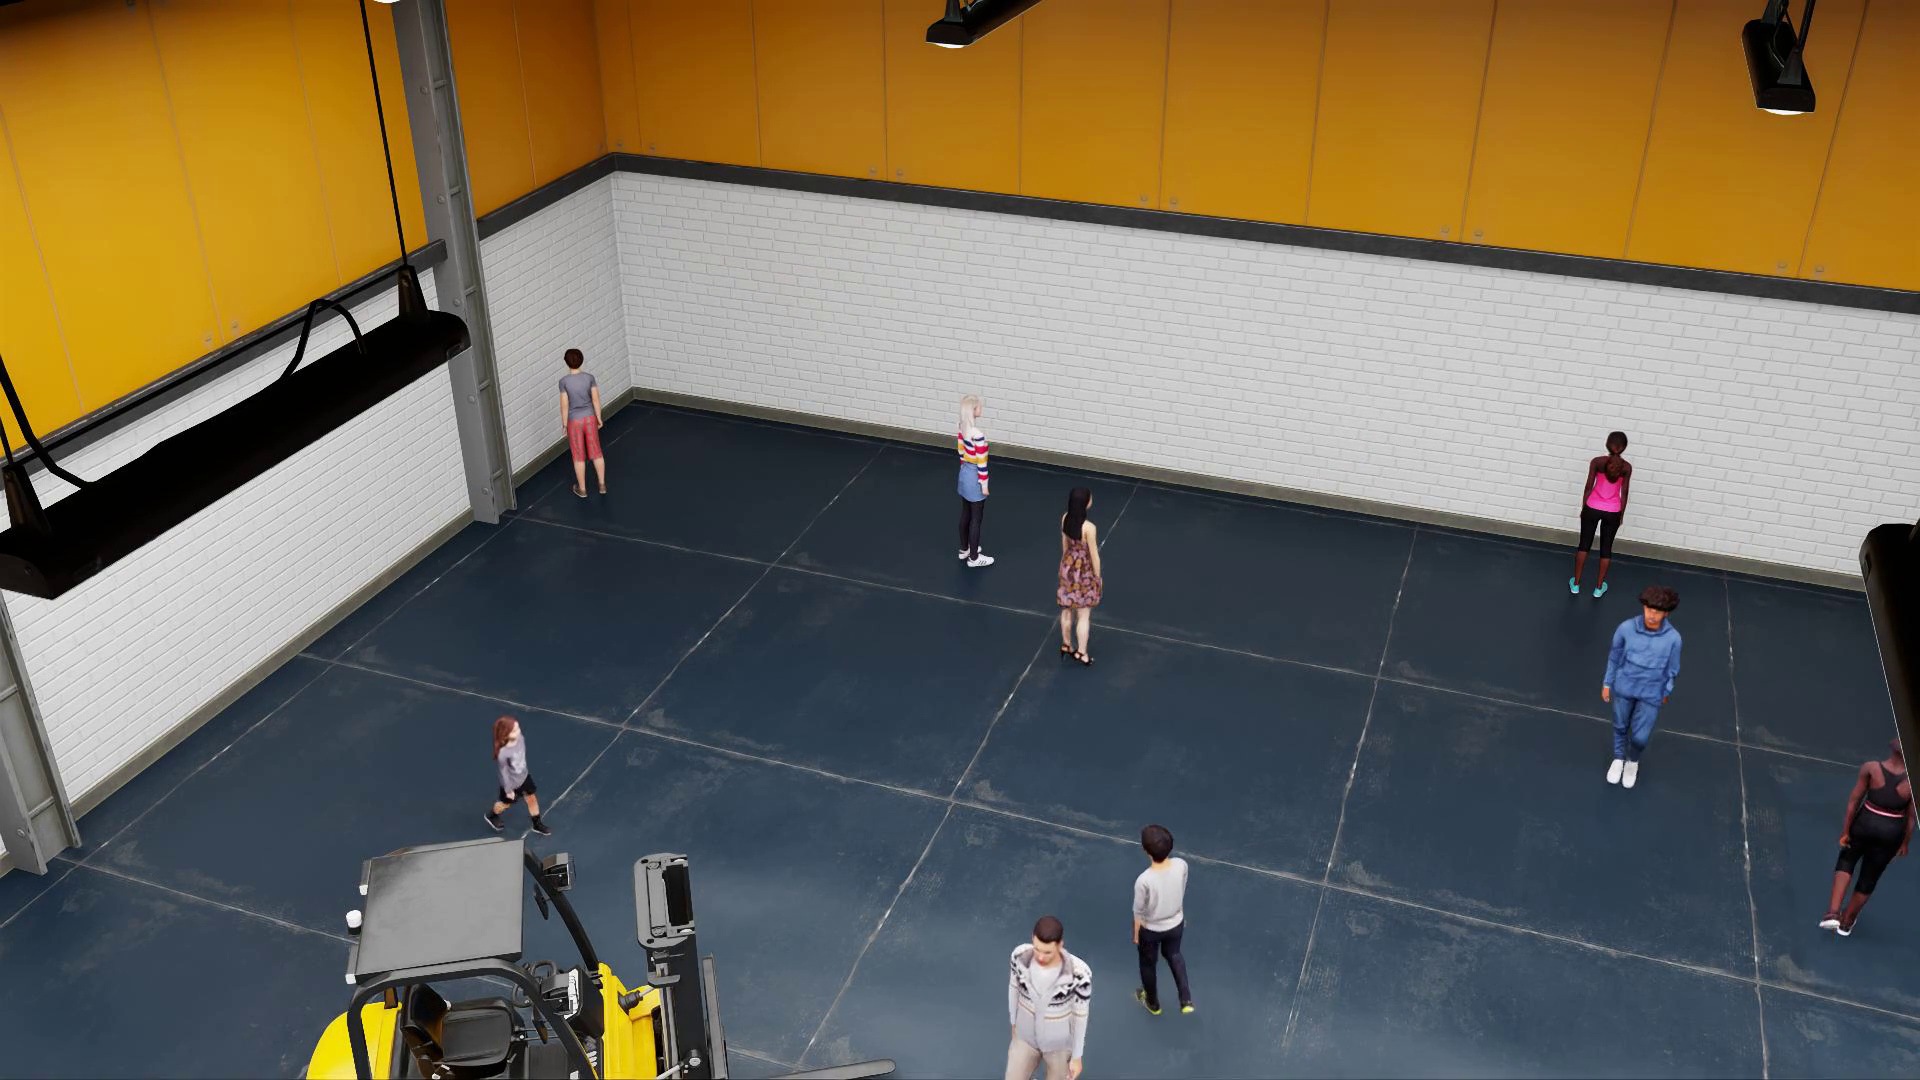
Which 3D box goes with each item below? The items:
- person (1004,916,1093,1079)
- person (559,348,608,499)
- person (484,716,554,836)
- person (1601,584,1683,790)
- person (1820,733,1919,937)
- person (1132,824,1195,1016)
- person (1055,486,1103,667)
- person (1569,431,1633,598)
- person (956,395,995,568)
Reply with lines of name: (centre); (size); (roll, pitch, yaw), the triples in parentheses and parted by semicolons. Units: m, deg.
person: (0.552, 2.904, 9.941); (0.665, 1.846, 0.589); (11, 30, 19)
person: (-4.043, -1.256, 17.772); (0.663, 1.649, 0.718); (-12, 31, -21)
person: (-3.467, 1.807, 12.751); (0.534, 1.081, 0.703); (10, 30, 18)
person: (5.420, 1.129, 13.246); (0.734, 1.797, 0.684); (17, 33, 28)
person: (6.336, 2.088, 11.542); (0.709, 1.745, 0.847); (19, 34, 30)
person: (1.345, 2.563, 10.890); (0.795, 1.536, 0.853); (-11, 30, -18)
person: (1.058, 0.318, 14.755); (0.825, 1.775, 0.789); (-23, 36, -35)
person: (6.126, -0.259, 15.871); (0.555, 1.720, 0.553); (12, 31, 21)
person: (0.120, -0.601, 16.405); (0.766, 1.809, 0.708); (-13, 31, -22)
